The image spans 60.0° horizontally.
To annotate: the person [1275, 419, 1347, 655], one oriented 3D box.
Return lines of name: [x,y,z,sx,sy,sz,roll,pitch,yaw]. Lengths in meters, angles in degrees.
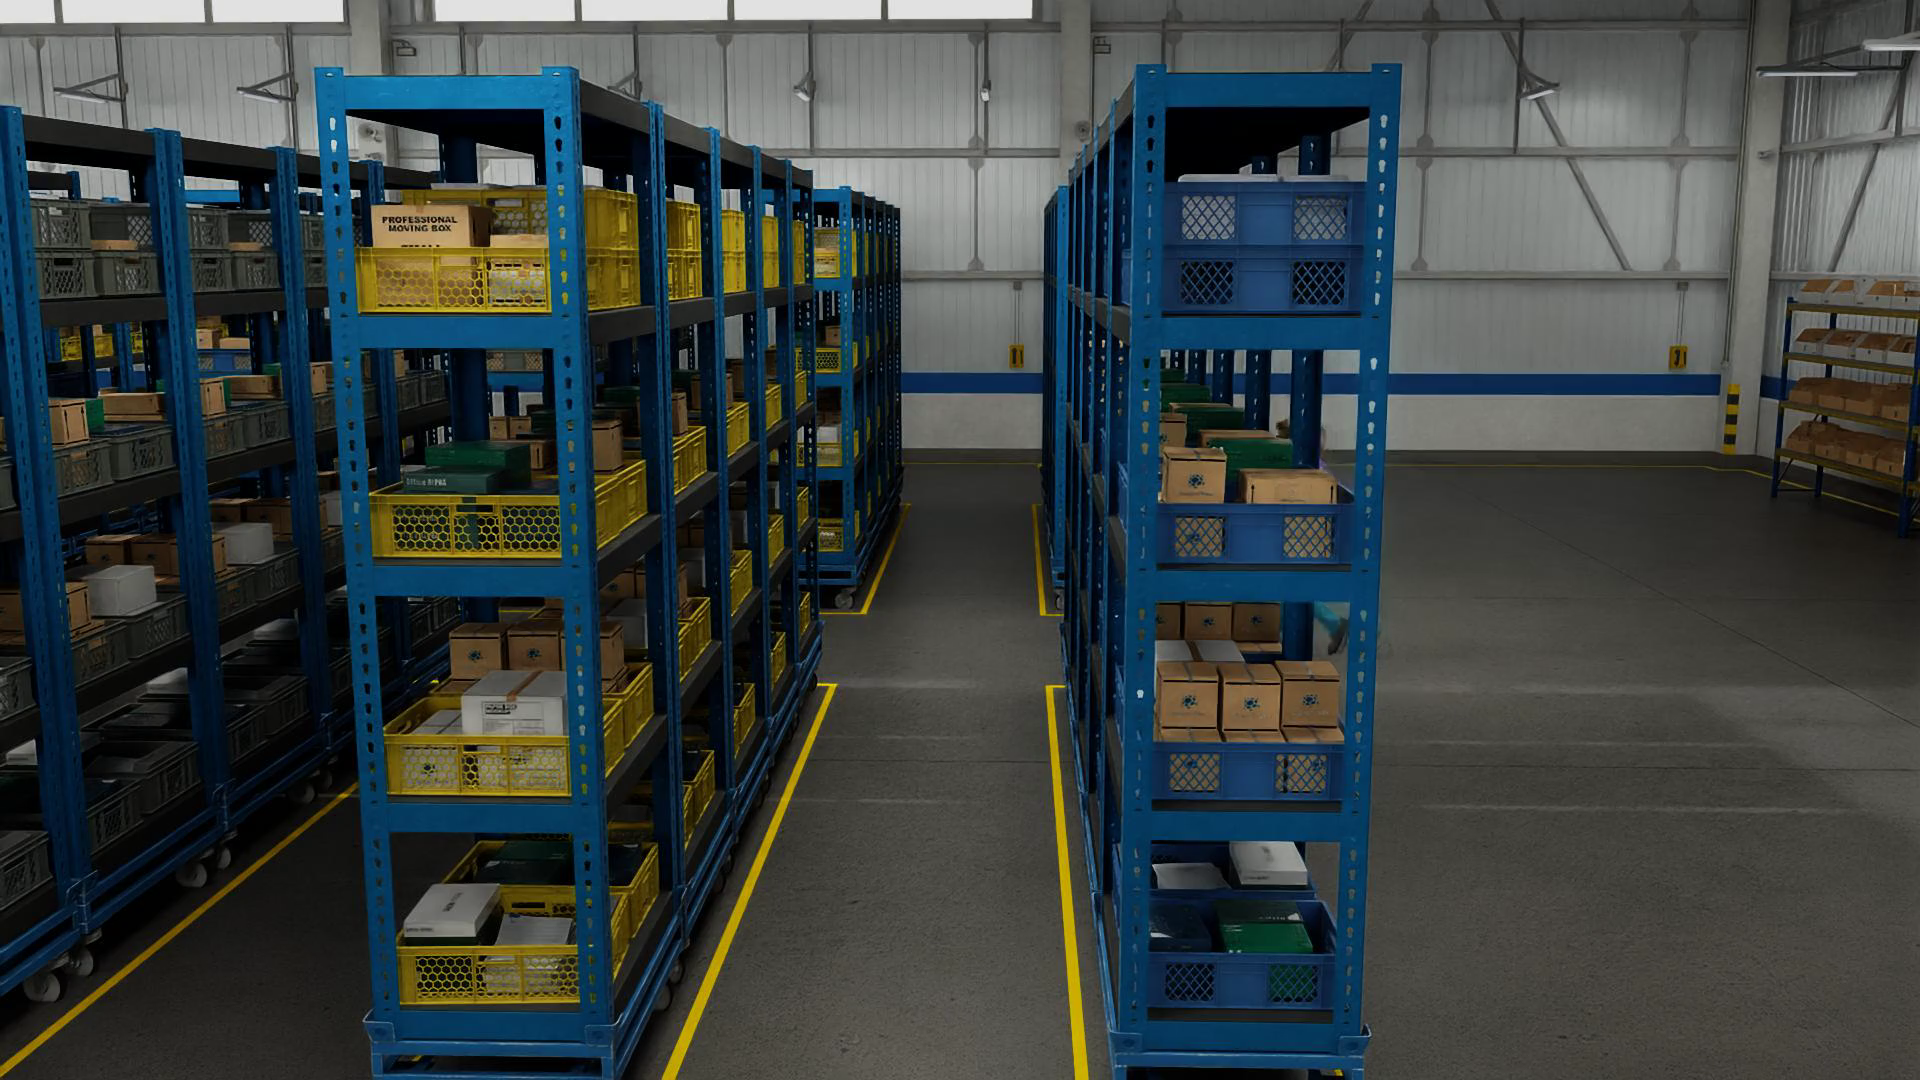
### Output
person: [2.554,0.005,12.466,0.613,1.829,0.594,-2,10,-9]
